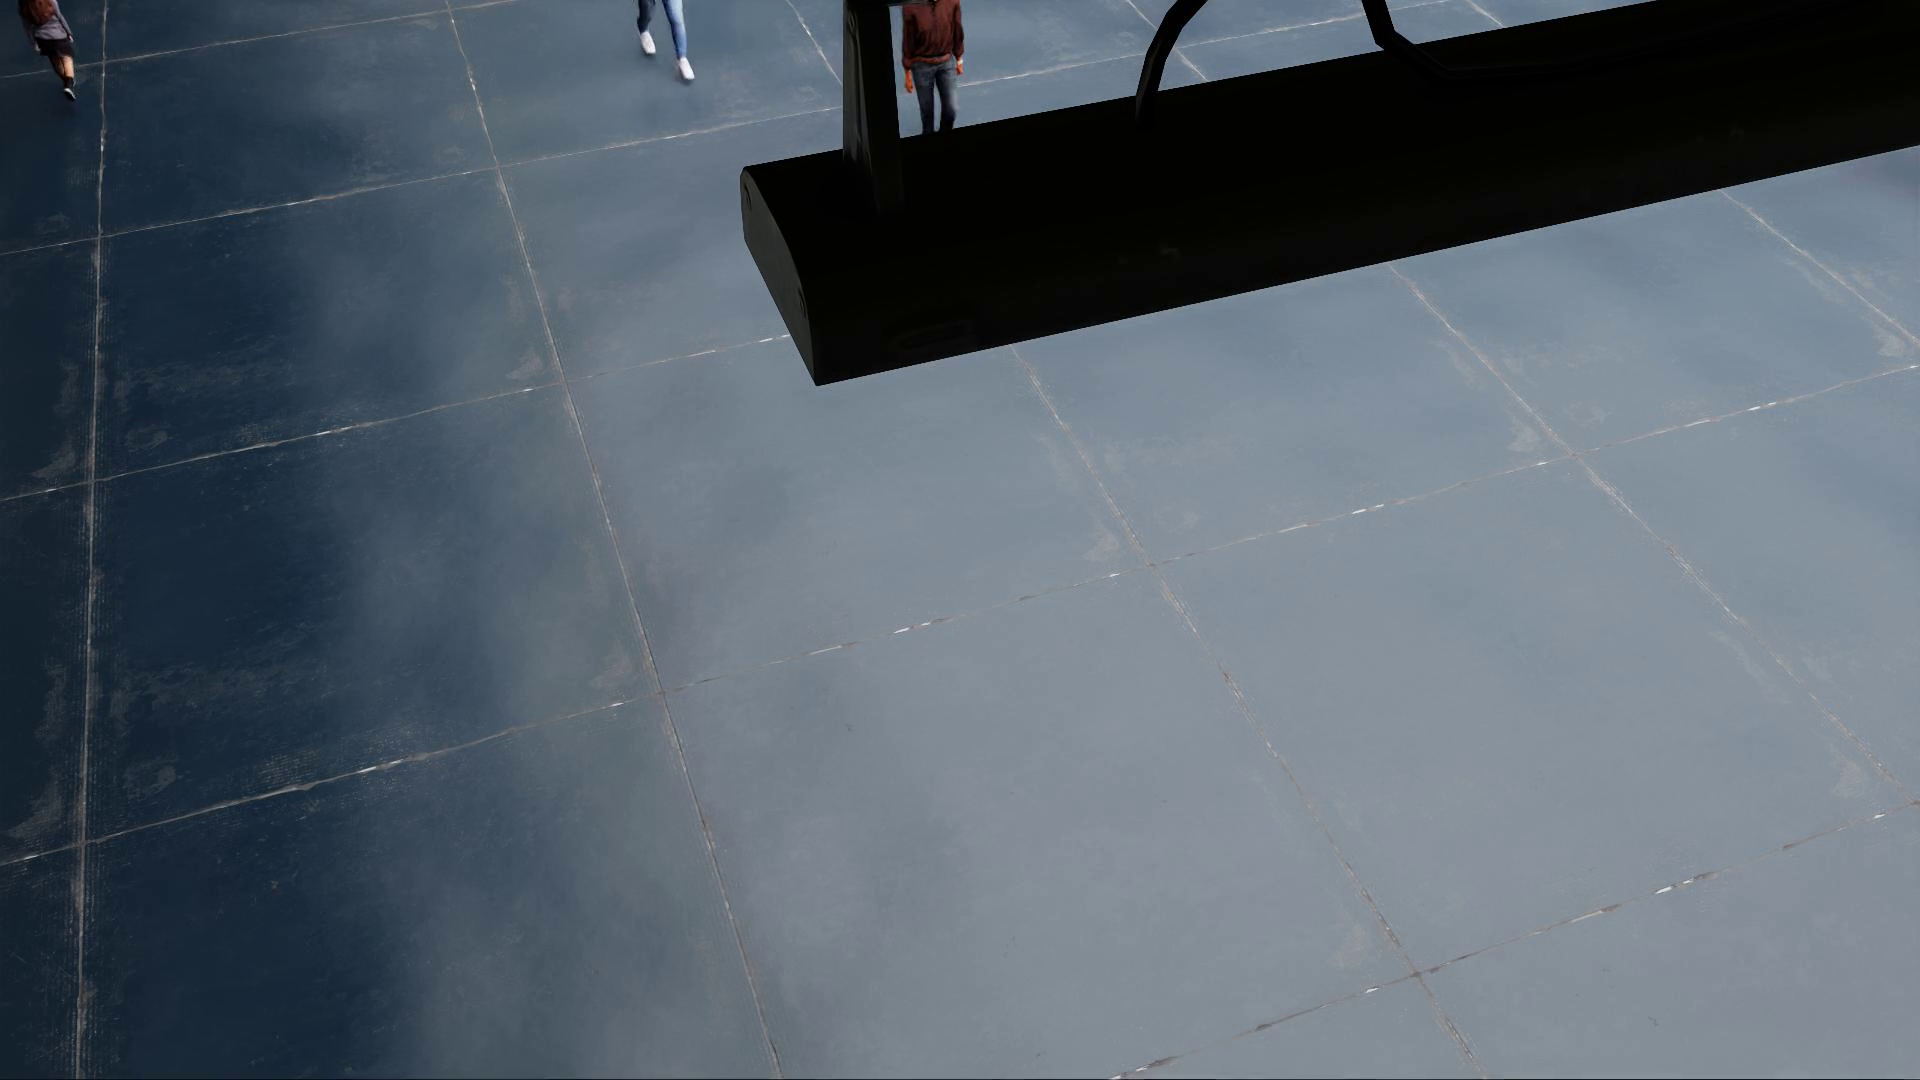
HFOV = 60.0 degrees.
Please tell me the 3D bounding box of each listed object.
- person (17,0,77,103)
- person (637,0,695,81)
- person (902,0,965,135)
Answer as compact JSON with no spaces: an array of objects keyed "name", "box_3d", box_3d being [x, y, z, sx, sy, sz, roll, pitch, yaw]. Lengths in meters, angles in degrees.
[{"name":"person","box_3d":[-7.562,-4.176,13.824,0.489,1.092,0.732,-13,45,-14]},{"name":"person","box_3d":[-2.605,-4.767,14.085,0.718,1.599,1.101,-19,46,-19]},{"name":"person","box_3d":[-0.236,-3.697,12.818,0.697,1.765,0.688,-9,44,-9]}]
